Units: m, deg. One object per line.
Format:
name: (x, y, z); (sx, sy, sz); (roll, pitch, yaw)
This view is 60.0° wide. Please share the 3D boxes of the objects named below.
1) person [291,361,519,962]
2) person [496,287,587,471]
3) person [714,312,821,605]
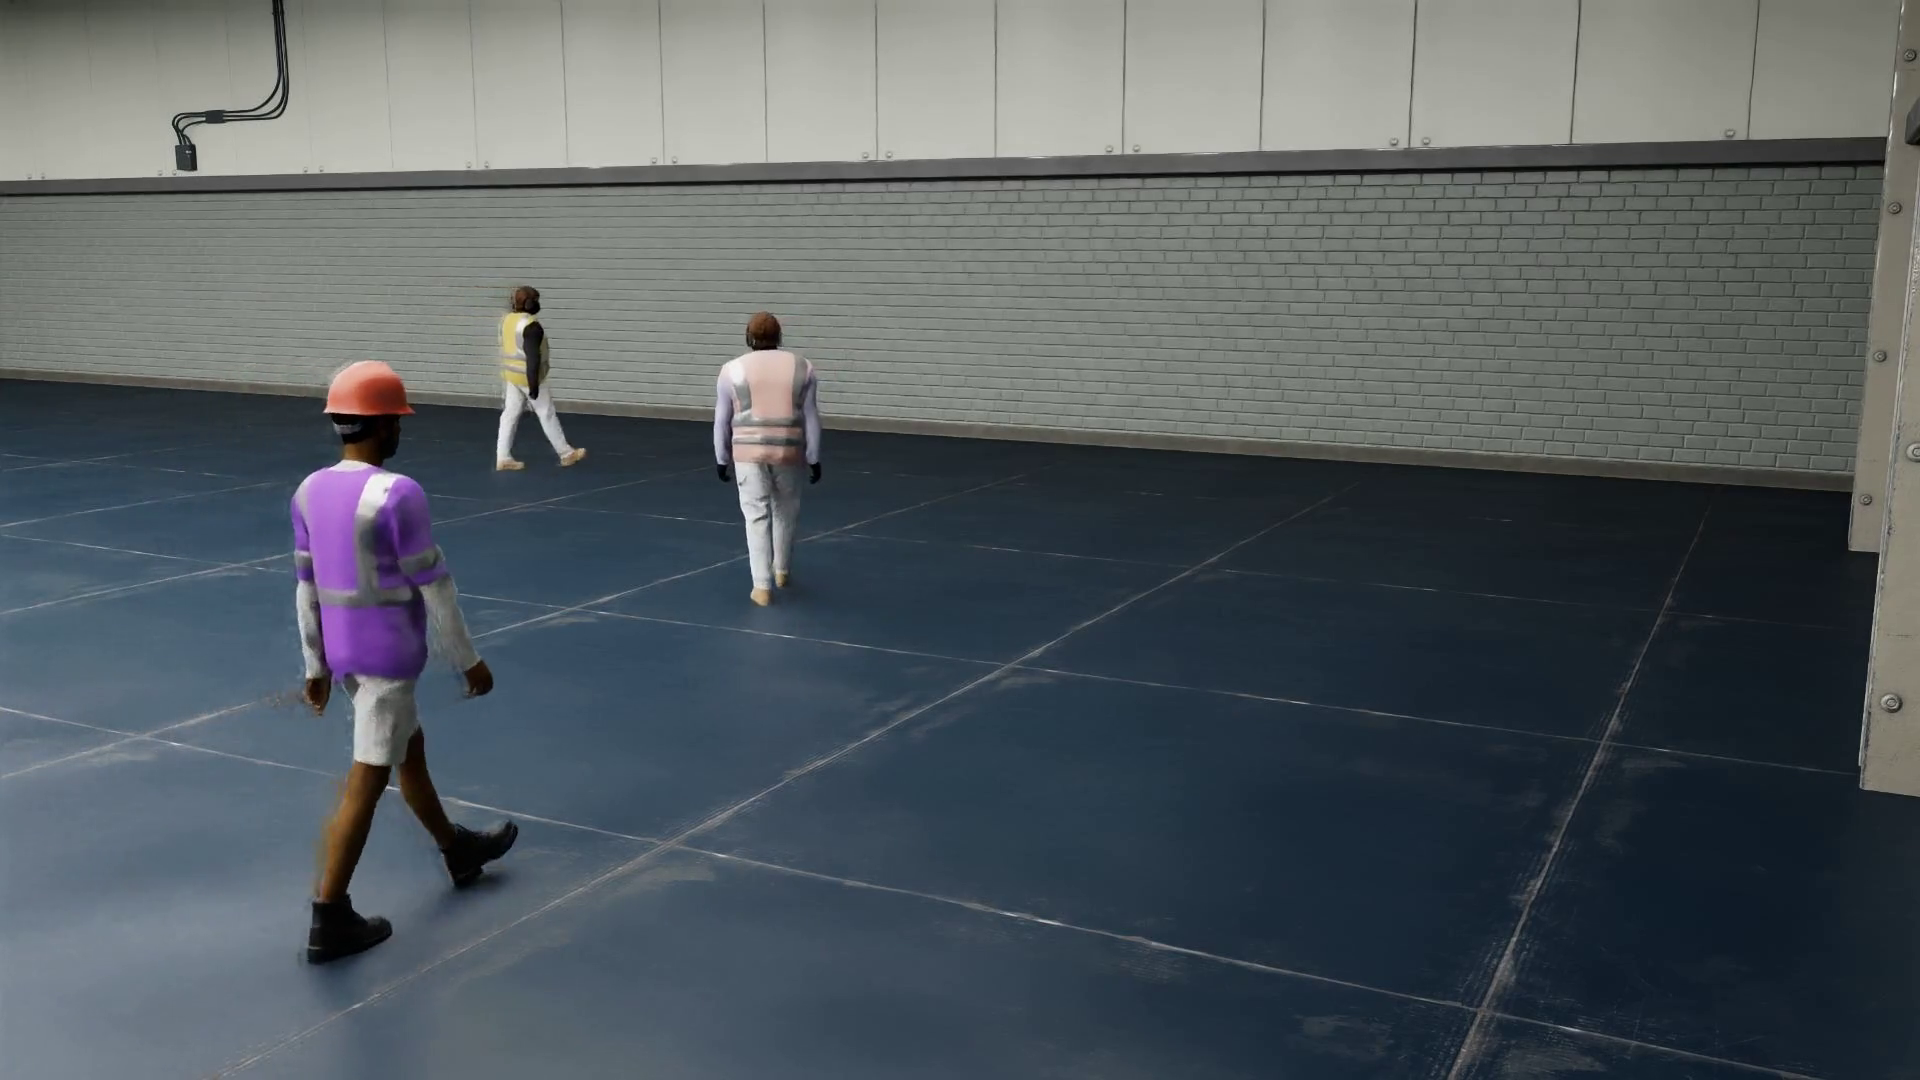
person: (-1.847, 0.360, 5.496); (0.556, 1.887, 0.953); (8, 13, 37)
person: (-4.194, -1.589, 16.385); (0.944, 1.789, 0.650); (-9, 14, -41)
person: (-1.250, -0.538, 10.613); (0.656, 1.807, 0.839); (-3, 11, -15)
